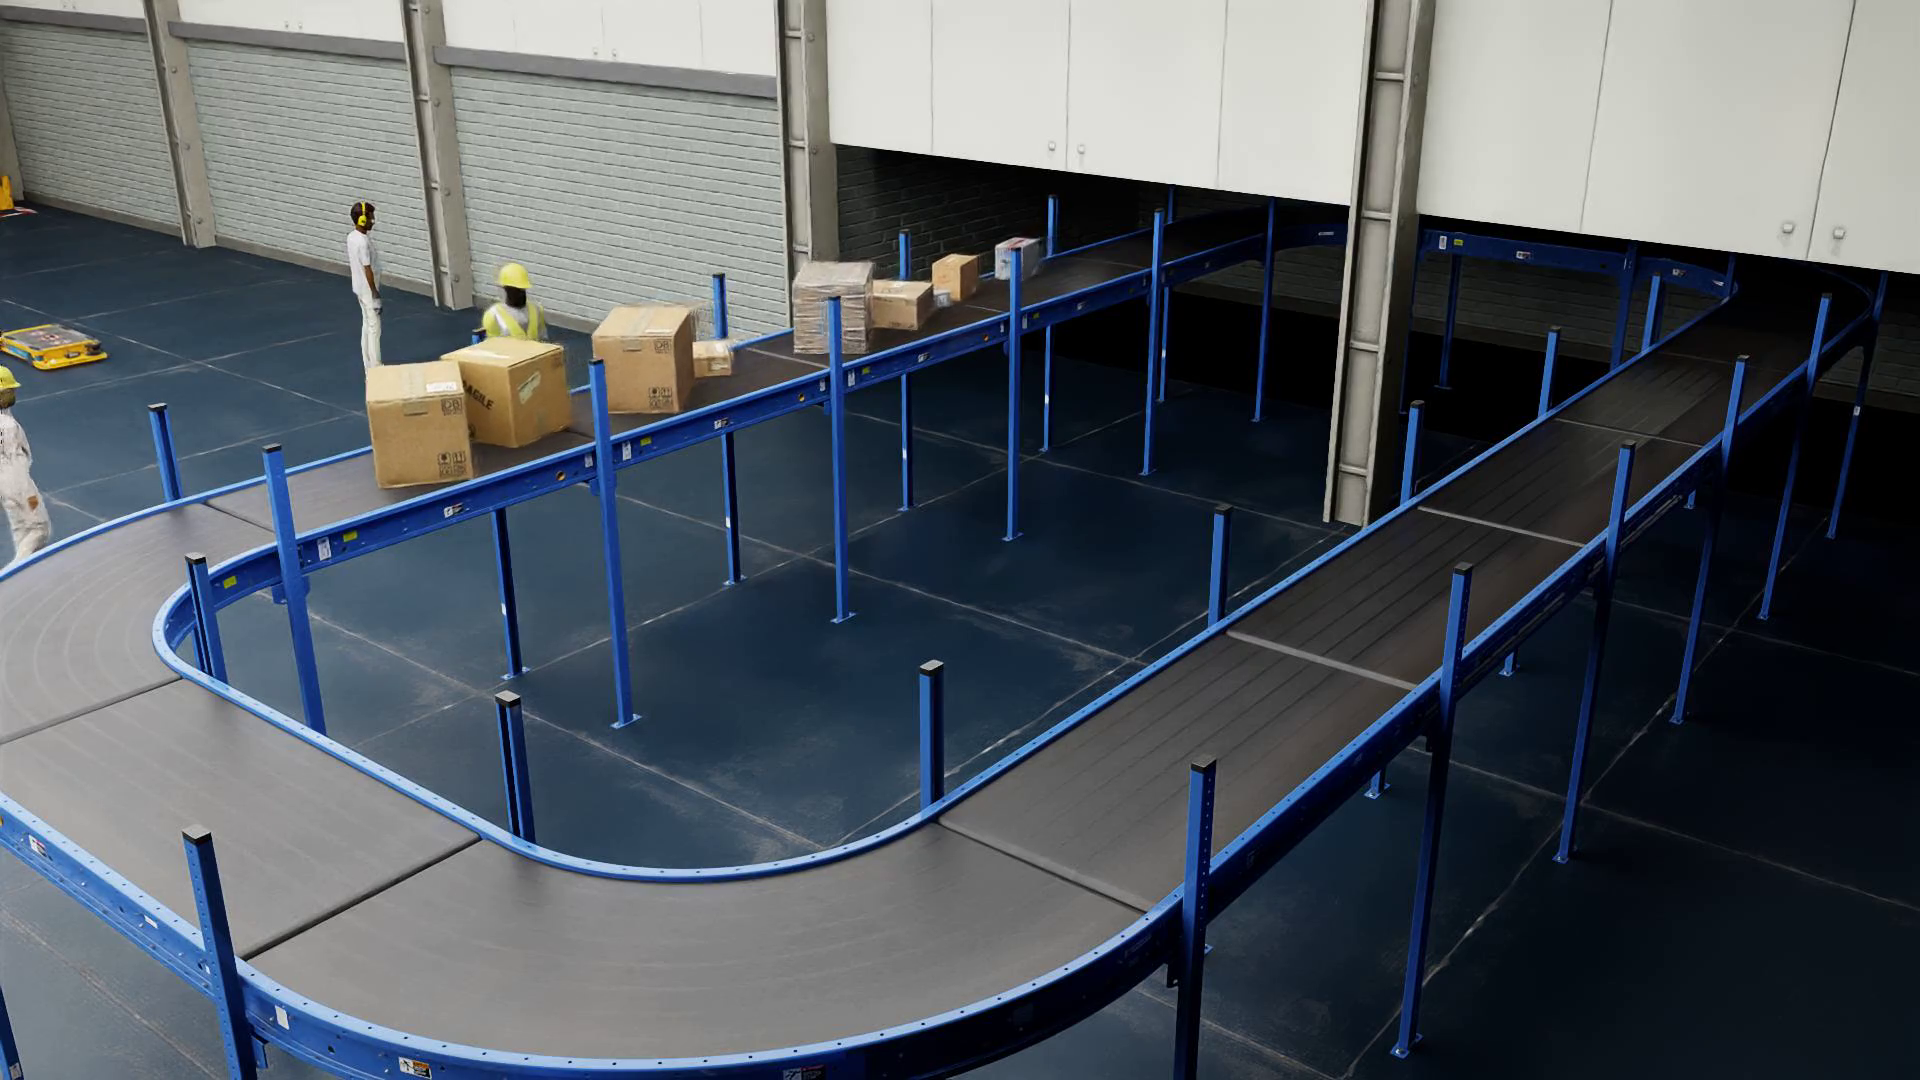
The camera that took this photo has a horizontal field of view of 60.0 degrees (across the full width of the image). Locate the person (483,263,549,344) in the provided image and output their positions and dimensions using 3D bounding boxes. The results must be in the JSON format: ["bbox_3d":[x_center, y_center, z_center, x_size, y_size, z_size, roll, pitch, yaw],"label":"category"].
[{"bbox_3d":[-3.761,-1.436,14.240,0.776,1.906,0.601,18,28,38],"label":"person"}]

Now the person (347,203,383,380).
[{"bbox_3d":[-6.046,-2.525,17.064,0.329,1.865,0.515,-14,26,-32],"label":"person"}]

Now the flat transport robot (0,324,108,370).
[{"bbox_3d":[-9.987,-2.133,18.205,1.431,0.197,0.652,18,28,38],"label":"flat transport robot"}]

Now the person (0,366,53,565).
[{"bbox_3d":[-6.717,-0.387,11.809,0.489,1.735,0.423,18,28,38],"label":"person"}]
